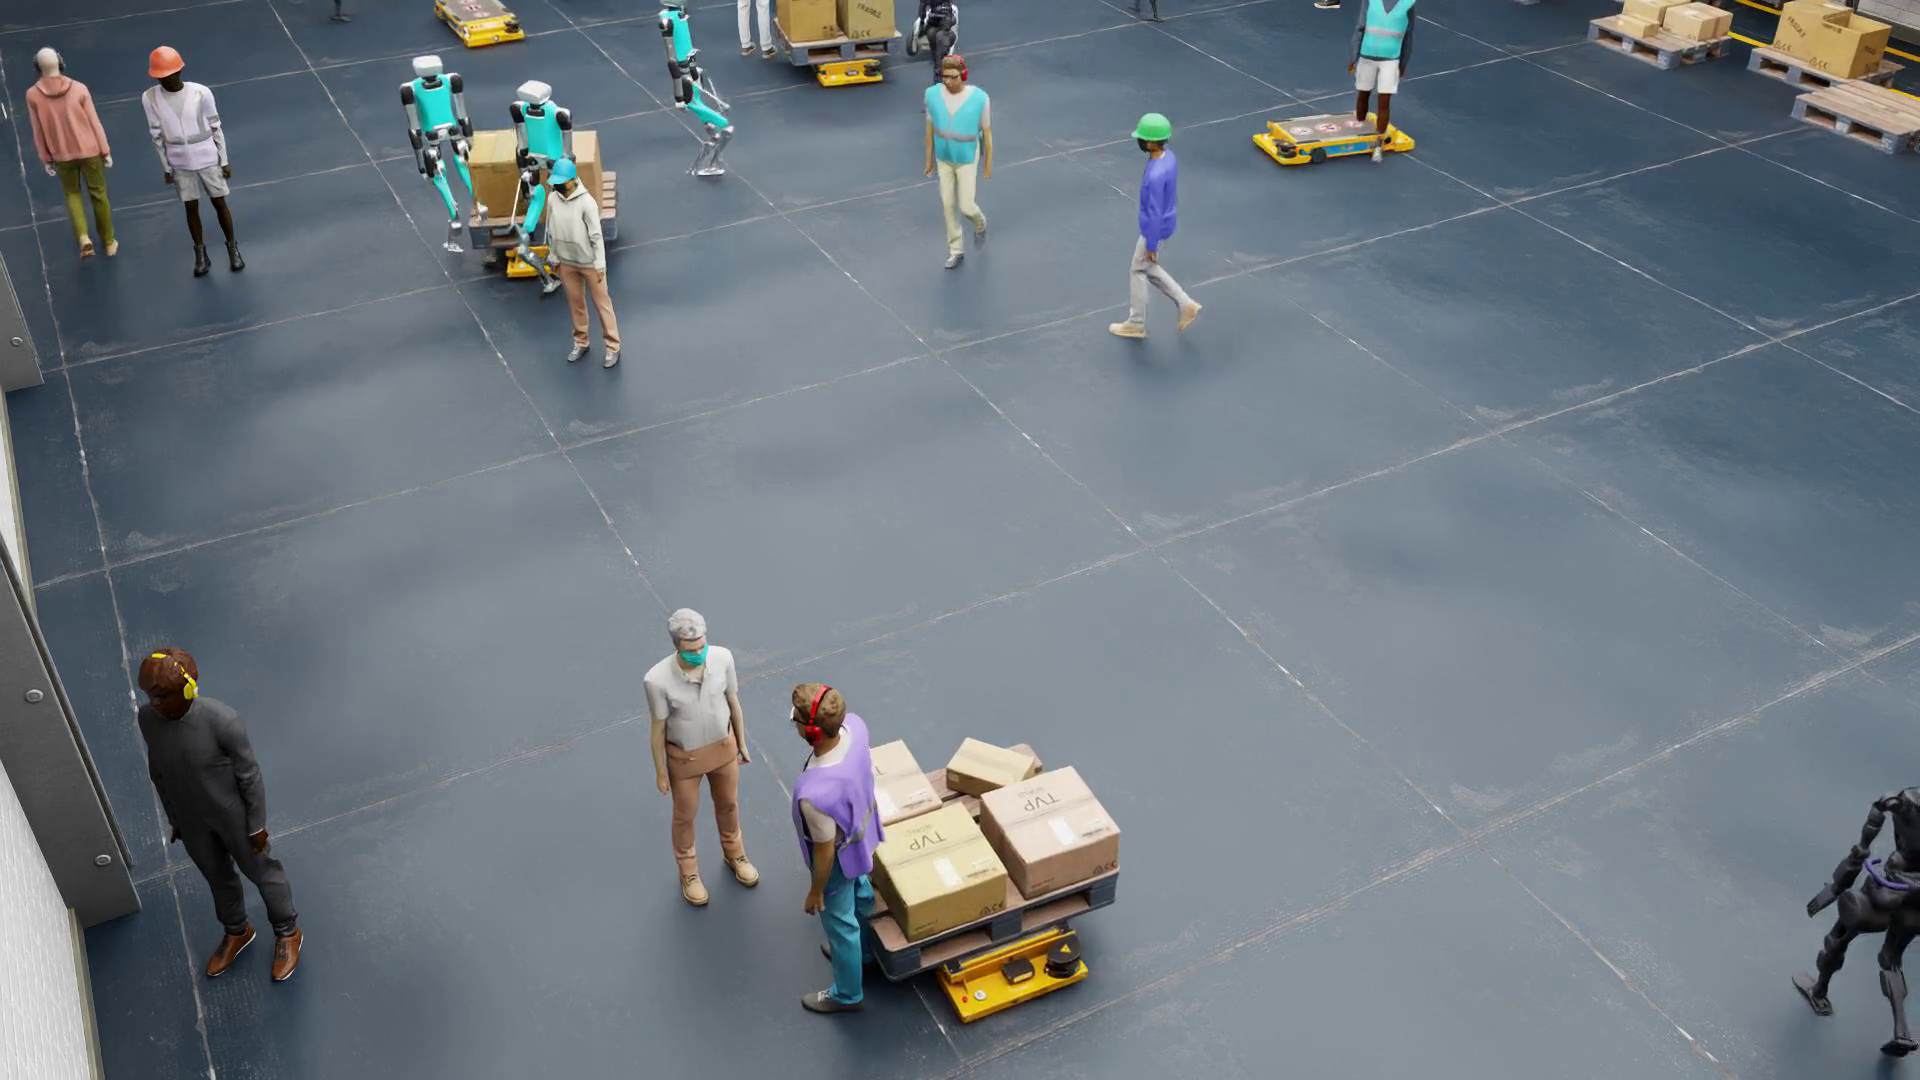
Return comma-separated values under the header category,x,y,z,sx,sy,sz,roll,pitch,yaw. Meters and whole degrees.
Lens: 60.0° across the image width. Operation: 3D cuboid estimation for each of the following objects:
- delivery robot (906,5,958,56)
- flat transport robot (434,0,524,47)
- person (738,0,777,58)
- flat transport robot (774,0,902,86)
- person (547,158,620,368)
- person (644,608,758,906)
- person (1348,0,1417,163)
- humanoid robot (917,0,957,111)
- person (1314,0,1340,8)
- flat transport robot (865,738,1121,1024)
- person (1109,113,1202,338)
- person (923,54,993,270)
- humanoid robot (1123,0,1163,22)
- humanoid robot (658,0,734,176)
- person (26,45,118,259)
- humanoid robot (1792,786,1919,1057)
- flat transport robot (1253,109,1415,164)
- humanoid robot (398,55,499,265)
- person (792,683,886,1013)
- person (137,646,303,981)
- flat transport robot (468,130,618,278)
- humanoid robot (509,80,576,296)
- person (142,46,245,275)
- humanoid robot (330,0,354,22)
category,x,y,z,sx,sy,sz,roll,pitch,yaw
delivery robot,-0.271,-5.755,18.667,0.499,0.576,0.768,9,36,13
flat transport robot,-5.629,-6.085,19.404,0.659,0.231,1.431,-18,39,-24
person,-2.282,-6.248,18.236,0.572,1.880,0.361,10,36,15
flat transport robot,-1.349,-5.340,18.340,0.659,0.231,1.431,-10,36,-14
person,-2.851,-2.064,12.445,0.461,1.667,0.390,12,37,16
person,-1.247,1.023,7.975,0.475,1.738,0.309,-19,39,-25
person,4.012,-4.619,15.881,0.563,1.938,0.583,11,37,16
humanoid robot,-0.218,-5.270,17.031,0.470,1.640,0.584,-22,40,-28
person,4.476,-7.316,19.689,0.376,1.959,0.601,6,35,8
flat transport robot,0.013,1.723,8.256,0.659,0.231,1.431,-15,38,-20
person,1.527,-2.370,12.717,0.616,1.856,0.464,11,37,16
person,-0.009,-3.181,13.901,0.586,1.820,0.493,14,37,19
humanoid robot,2.153,-6.896,19.338,0.575,1.646,0.584,16,38,21
humanoid robot,-2.353,-4.144,15.371,0.774,1.802,0.557,6,35,8
person,-7.419,-3.214,13.951,0.534,1.824,0.500,-12,37,-17
humanoid robot,4.089,1.583,7.248,0.610,1.635,0.605,-2,35,-3
flat transport robot,3.684,-3.967,16.379,1.431,0.231,0.659,-10,36,-14
humanoid robot,-4.187,-3.081,13.864,0.536,1.779,0.886,-22,40,-28
person,-0.540,1.384,7.367,0.396,1.843,0.563,9,36,13
person,-3.369,1.248,7.536,0.492,1.875,0.357,4,35,6
flat transport robot,-3.593,-2.694,14.562,0.659,0.231,1.431,-5,35,-7
humanoid robot,-3.382,-2.694,13.326,0.540,1.849,0.704,12,37,16
person,-6.323,-3.129,13.733,0.545,1.934,0.372,-10,36,-14
humanoid robot,-7.346,-6.861,19.283,0.309,1.650,0.607,-10,36,-14
